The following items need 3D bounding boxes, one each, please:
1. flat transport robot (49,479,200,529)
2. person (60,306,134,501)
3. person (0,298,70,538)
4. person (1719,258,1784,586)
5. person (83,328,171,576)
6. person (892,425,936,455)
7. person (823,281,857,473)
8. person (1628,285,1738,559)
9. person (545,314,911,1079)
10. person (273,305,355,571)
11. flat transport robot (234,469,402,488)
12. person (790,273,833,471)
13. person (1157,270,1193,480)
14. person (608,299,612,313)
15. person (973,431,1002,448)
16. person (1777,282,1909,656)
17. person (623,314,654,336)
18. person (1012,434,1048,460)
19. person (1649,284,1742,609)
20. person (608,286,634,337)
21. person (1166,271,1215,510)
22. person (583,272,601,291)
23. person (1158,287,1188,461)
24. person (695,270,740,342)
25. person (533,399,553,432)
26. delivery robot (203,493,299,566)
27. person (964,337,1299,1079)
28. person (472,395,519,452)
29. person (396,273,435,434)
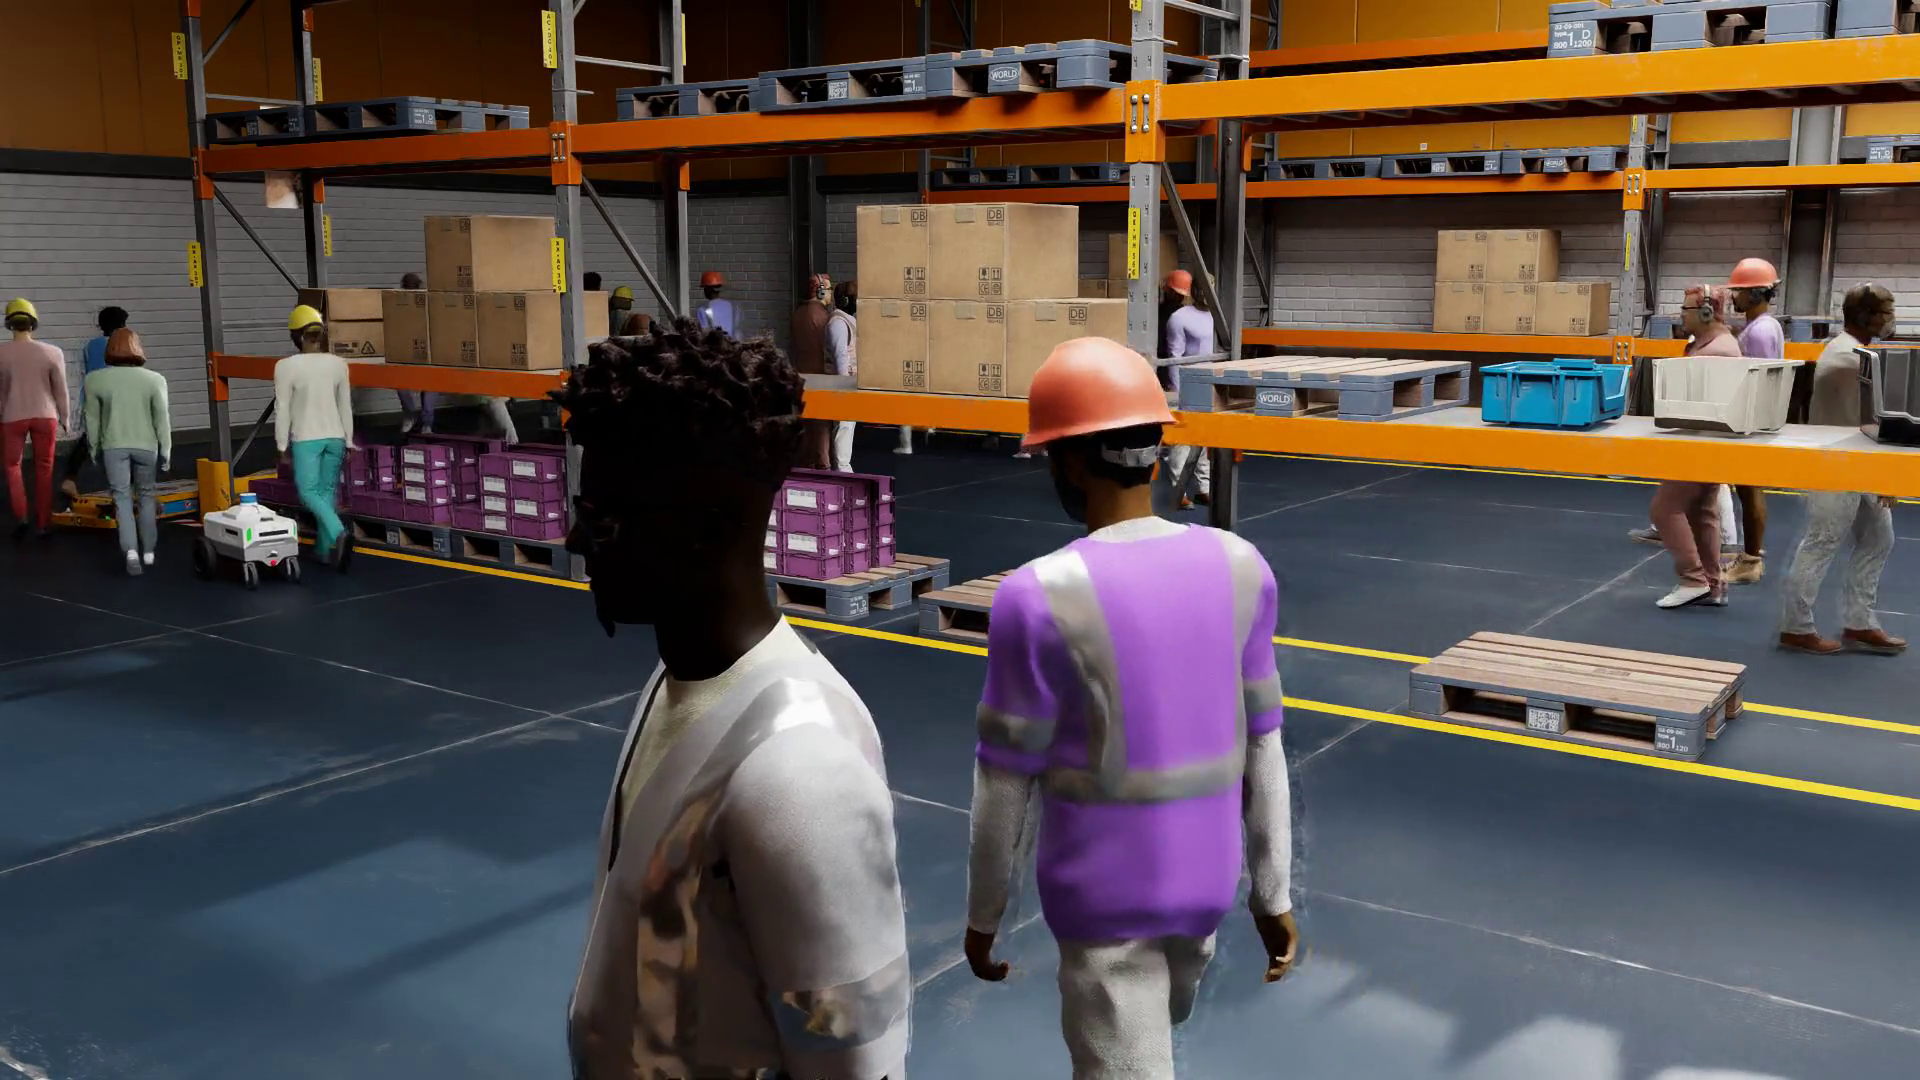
[{"bbox_3d":[-6.315,-0.298,13.073,0.652,0.197,1.431,4,10,22],"label":"flat transport robot"},{"bbox_3d":[-7.264,-1.151,14.091,0.545,1.656,0.901,4,10,23],"label":"person"},{"bbox_3d":[-6.787,-0.877,12.122,0.542,1.757,0.364,-6,11,-32],"label":"person"},{"bbox_3d":[4.909,-0.732,10.402,0.392,2.039,0.615,4,10,24],"label":"person"},{"bbox_3d":[-5.399,-0.577,10.819,0.500,1.595,0.822,-6,11,-30],"label":"person"},{"bbox_3d":[-0.486,-1.823,17.331,0.582,1.896,0.450,-6,11,-30],"label":"person"},{"bbox_3d":[-0.991,-1.367,14.773,0.429,1.842,0.636,0,10,2],"label":"person"},{"bbox_3d":[5.007,-0.812,11.448,0.878,1.848,0.600,7,12,35],"label":"person"},{"bbox_3d":[-0.245,0.744,1.865,0.396,1.966,0.633,-3,10,-19],"label":"person"},{"bbox_3d":[-4.156,-0.652,10.833,0.731,1.746,0.529,8,12,38],"label":"person"},{"bbox_3d":[-5.414,-0.472,14.113,1.431,0.197,0.652,-1,10,-4],"label":"flat transport robot"},{"bbox_3d":[-1.264,-1.448,15.060,0.403,1.911,0.637,-6,11,-32],"label":"person"},{"bbox_3d":[1.840,-1.496,15.257,0.791,1.946,0.442,7,12,36],"label":"person"},{"bbox_3d":[-4.145,-2.087,19.814,0.528,1.595,0.624,4,10,24],"label":"person"},{"bbox_3d":[0.284,-1.965,18.057,0.374,1.933,0.550,1,10,7],"label":"person"},{"bbox_3d":[4.574,-0.335,8.400,0.743,1.910,0.635,5,11,29],"label":"person"},{"bbox_3d":[-2.699,-1.095,13.893,0.856,1.591,0.515,3,10,18],"label":"person"},{"bbox_3d":[0.721,-1.639,16.993,0.514,1.639,0.318,-6,11,-32],"label":"person"},{"bbox_3d":[4.243,-0.530,9.647,0.503,1.892,0.650,4,10,23],"label":"person"},{"bbox_3d":[-3.896,-2.069,19.268,0.484,1.737,0.308,9,13,43],"label":"person"},{"bbox_3d":[1.963,-1.220,13.607,0.629,1.940,0.378,-5,11,-29],"label":"person"},{"bbox_3d":[-4.377,-2.207,19.623,0.611,1.893,0.446,5,11,27],"label":"person"},{"bbox_3d":[1.971,-1.698,16.878,0.547,1.809,0.962,-9,13,-43],"label":"person"},{"bbox_3d":[-2.633,-2.022,18.413,0.576,1.925,0.630,-7,12,-37],"label":"person"},{"bbox_3d":[-4.892,-2.270,19.621,0.455,2.029,0.667,0,10,0],"label":"person"},{"bbox_3d":[-4.479,-0.054,10.496,0.707,0.478,0.477,9,13,44],"label":"delivery robot"},{"bbox_3d":[0.240,0.587,3.004,0.558,1.881,0.987,-5,11,-30],"label":"person"},{"bbox_3d":[-4.233,-1.270,14.933,0.801,1.600,0.568,-1,10,-4],"label":"person"},{"bbox_3d":[-6.291,-2.137,19.227,0.670,1.886,0.408,-1,10,-4],"label":"person"}]
